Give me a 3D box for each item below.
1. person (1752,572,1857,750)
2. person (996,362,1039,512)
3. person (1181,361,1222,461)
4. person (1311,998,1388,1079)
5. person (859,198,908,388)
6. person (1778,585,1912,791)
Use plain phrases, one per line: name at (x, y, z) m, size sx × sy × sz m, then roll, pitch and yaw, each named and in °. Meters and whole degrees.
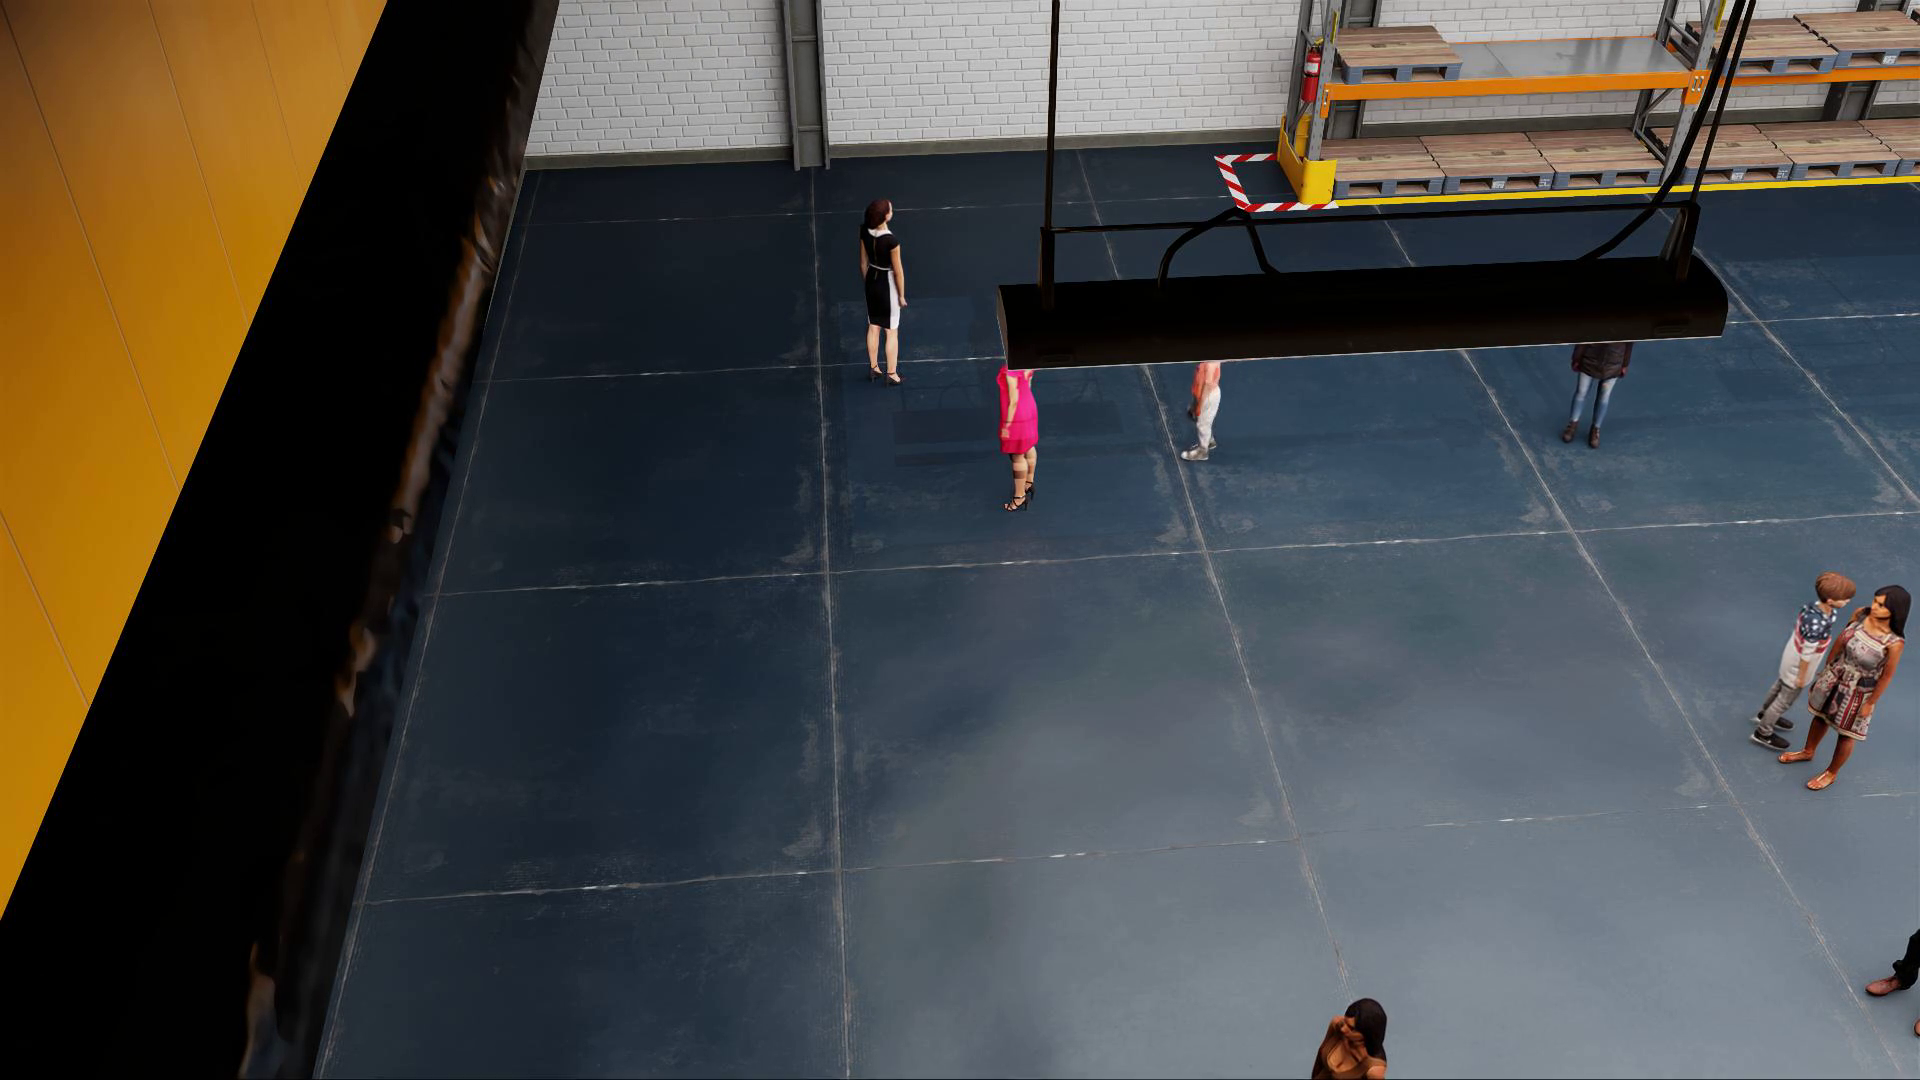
person at (5.663, 0.783, 11.188) m, size 0.597 × 1.438 × 0.577 m, roll 14°, pitch 41°, yaw 17°
person at (0.472, -0.993, 13.180) m, size 0.692 × 1.728 × 0.664 m, roll 17°, pitch 42°, yaw 21°
person at (2.098, -1.213, 13.795) m, size 0.565 × 1.304 × 0.554 m, roll 4°, pitch 39°, yaw 5°
person at (1.927, 2.853, 8.394) m, size 0.621 × 1.690 × 0.627 m, roll -18°, pitch 42°, yaw -21°
person at (-0.680, -2.165, 14.594) m, size 0.639 × 1.795 × 0.716 m, roll 24°, pitch 44°, yaw 27°
person at (5.819, 0.935, 10.831) m, size 0.614 × 1.645 × 0.698 m, roll -12°, pitch 40°, yaw -15°
